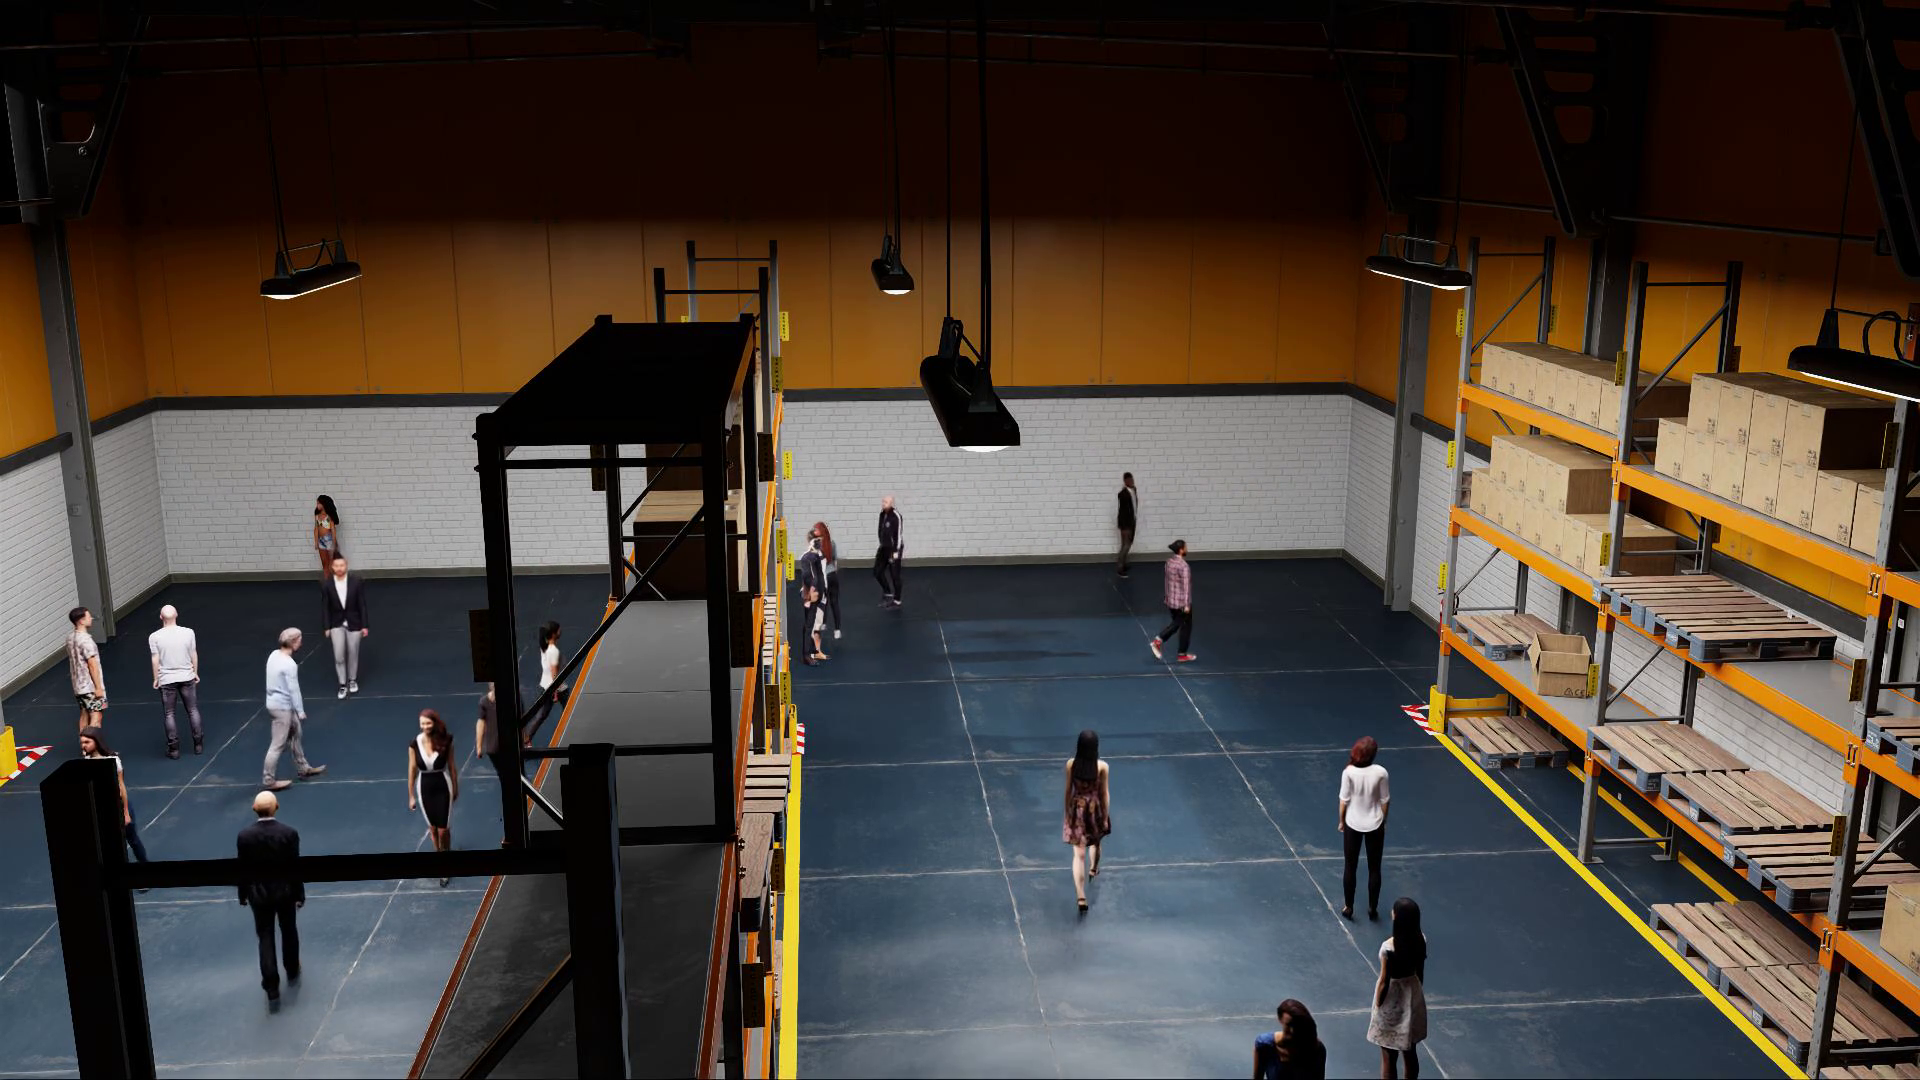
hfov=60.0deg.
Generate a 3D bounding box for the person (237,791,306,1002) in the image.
[{"bbox_3d":[-5.810,3.012,14.003,0.858,1.785,1.141,-5,14,-19],"label":"person"}]

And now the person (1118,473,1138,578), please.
[{"bbox_3d":[2.756,-0.268,27.561,0.961,1.778,0.779,4,14,15],"label":"person"}]

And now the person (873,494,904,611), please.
[{"bbox_3d":[-0.988,0.171,25.656,0.863,1.821,0.768,-12,18,-39],"label":"person"}]

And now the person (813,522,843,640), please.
[{"bbox_3d":[-1.895,0.633,24.030,0.890,1.688,1.254,-6,15,-22],"label":"person"}]

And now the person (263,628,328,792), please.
[{"bbox_3d":[-7.602,1.913,18.425,1.043,1.840,1.050,-11,17,-38],"label":"person"}]

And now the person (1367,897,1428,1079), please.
[{"bbox_3d":[3.226,3.450,12.213,0.739,1.775,0.752,-6,15,-25],"label":"person"}]

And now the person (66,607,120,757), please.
[{"bbox_3d":[-10.232,1.668,19.487,0.746,1.816,0.793,10,17,36],"label":"person"}]

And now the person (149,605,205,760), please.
[{"bbox_3d":[-9.211,1.648,19.536,0.760,1.831,0.768,-10,17,-36],"label":"person"}]

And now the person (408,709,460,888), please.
[{"bbox_3d":[-5.109,2.478,16.219,0.603,1.779,0.657,-2,14,-8],"label":"person"}]

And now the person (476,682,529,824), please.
[{"bbox_3d":[-4.856,2.149,17.788,0.729,1.680,1.028,0,14,2],"label":"person"}]

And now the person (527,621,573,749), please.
[{"bbox_3d":[-4.854,1.769,19.517,1.037,1.604,1.109,-11,17,-37],"label":"person"}]

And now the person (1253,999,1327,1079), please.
[{"bbox_3d":[2.108,3.791,10.742,0.716,1.805,0.633,1,14,5],"label":"person"}]

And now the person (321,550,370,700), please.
[{"bbox_3d":[-8.027,1.059,21.753,0.842,1.932,0.955,-5,14,-19],"label":"person"}]

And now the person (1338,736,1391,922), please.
[{"bbox_3d":[3.737,2.670,15.392,0.657,1.795,0.603,2,14,9],"label":"person"}]

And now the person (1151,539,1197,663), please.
[{"bbox_3d":[2.977,0.855,22.995,0.916,1.744,0.938,-6,15,-22],"label":"person"}]

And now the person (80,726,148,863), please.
[{"bbox_3d":[-8.063,2.573,15.927,0.694,1.731,0.910,1,14,4],"label":"person"}]

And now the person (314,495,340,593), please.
[{"bbox_3d":[-10.071,0.072,26.484,0.663,1.625,0.696,6,15,24],"label":"person"}]

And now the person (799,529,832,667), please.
[{"bbox_3d":[-2.013,0.772,23.028,0.836,1.891,0.721,7,15,25],"label":"person"}]

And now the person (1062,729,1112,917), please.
[{"bbox_3d":[1.165,2.667,15.572,0.852,1.716,1.213,3,14,12],"label":"person"}]
